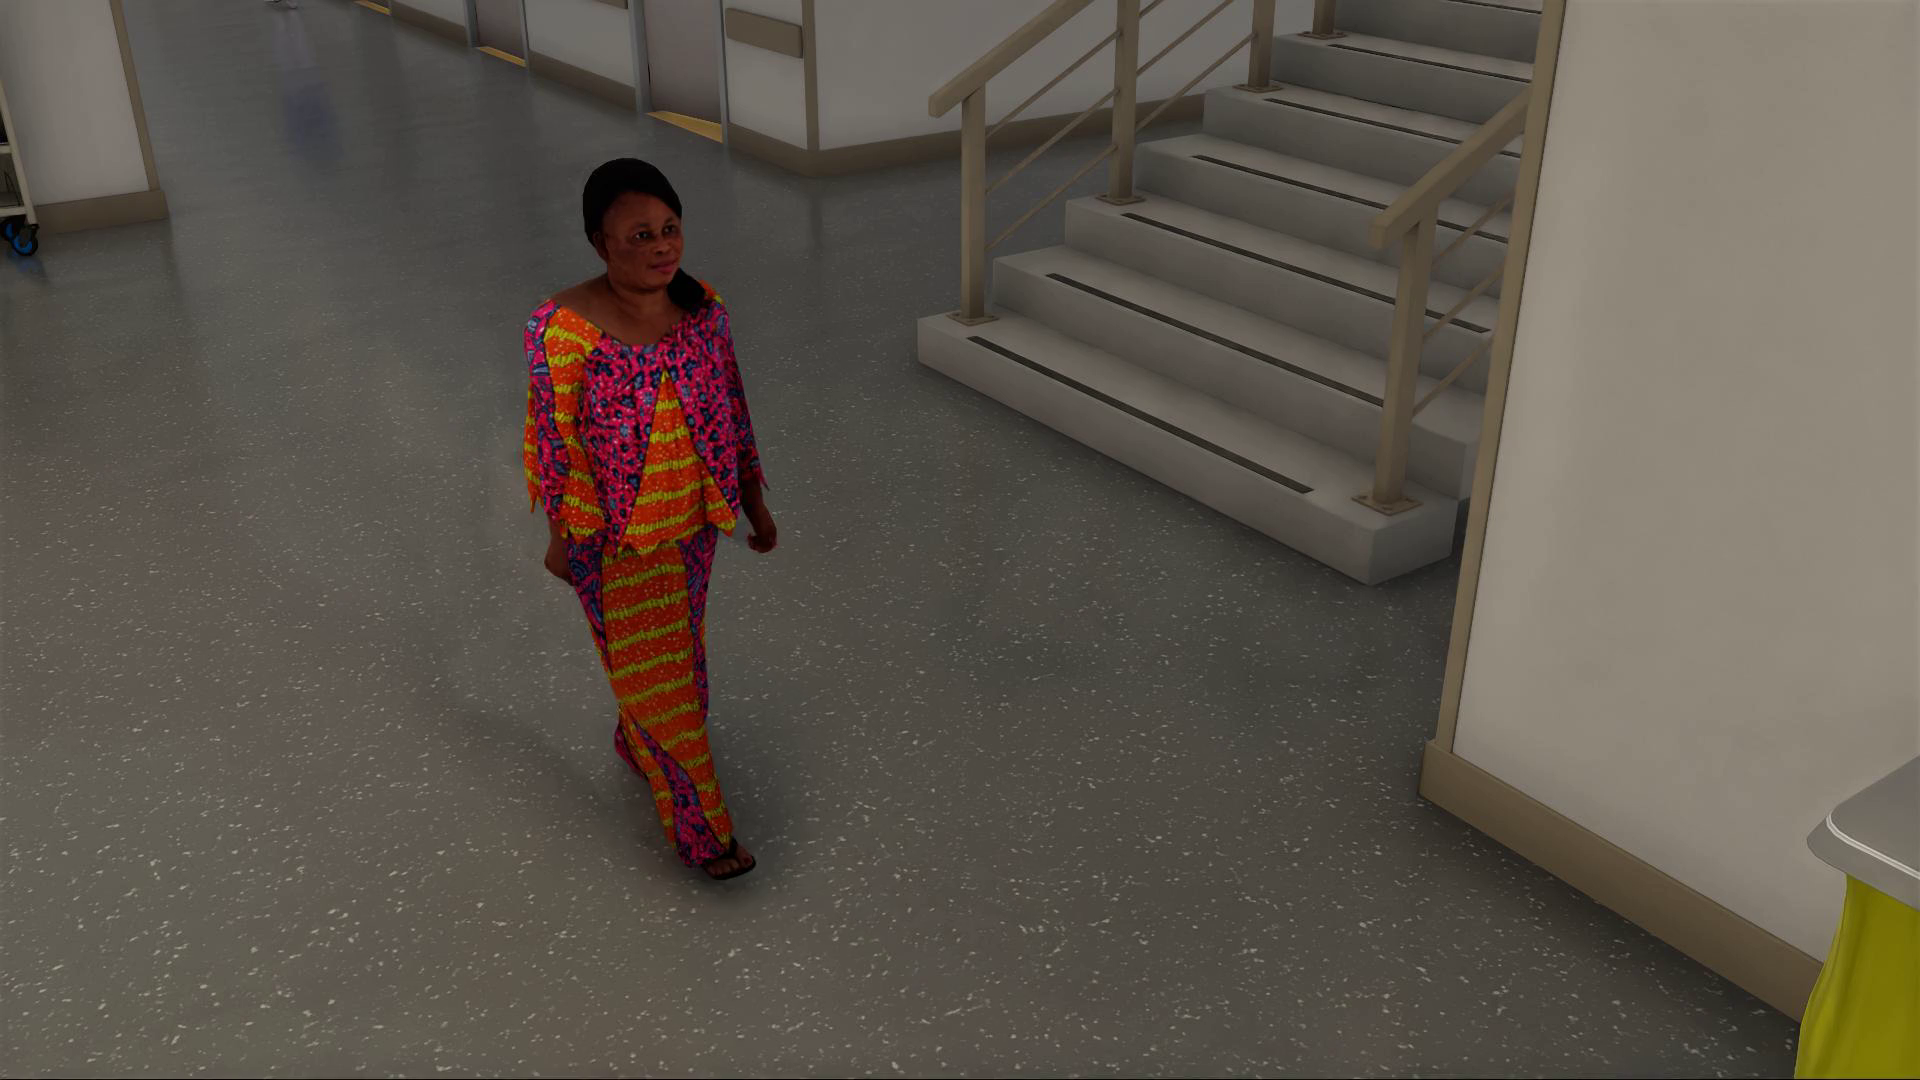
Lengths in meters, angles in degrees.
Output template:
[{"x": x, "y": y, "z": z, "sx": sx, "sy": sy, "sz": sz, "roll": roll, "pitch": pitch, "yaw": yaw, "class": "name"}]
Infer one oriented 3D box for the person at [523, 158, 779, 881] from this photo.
[{"x": -0.763, "y": -0.095, "z": 3.919, "sx": 0.969, "sy": 1.669, "sz": 0.795, "roll": -23, "pitch": 34, "yaw": -39, "class": "person"}]
